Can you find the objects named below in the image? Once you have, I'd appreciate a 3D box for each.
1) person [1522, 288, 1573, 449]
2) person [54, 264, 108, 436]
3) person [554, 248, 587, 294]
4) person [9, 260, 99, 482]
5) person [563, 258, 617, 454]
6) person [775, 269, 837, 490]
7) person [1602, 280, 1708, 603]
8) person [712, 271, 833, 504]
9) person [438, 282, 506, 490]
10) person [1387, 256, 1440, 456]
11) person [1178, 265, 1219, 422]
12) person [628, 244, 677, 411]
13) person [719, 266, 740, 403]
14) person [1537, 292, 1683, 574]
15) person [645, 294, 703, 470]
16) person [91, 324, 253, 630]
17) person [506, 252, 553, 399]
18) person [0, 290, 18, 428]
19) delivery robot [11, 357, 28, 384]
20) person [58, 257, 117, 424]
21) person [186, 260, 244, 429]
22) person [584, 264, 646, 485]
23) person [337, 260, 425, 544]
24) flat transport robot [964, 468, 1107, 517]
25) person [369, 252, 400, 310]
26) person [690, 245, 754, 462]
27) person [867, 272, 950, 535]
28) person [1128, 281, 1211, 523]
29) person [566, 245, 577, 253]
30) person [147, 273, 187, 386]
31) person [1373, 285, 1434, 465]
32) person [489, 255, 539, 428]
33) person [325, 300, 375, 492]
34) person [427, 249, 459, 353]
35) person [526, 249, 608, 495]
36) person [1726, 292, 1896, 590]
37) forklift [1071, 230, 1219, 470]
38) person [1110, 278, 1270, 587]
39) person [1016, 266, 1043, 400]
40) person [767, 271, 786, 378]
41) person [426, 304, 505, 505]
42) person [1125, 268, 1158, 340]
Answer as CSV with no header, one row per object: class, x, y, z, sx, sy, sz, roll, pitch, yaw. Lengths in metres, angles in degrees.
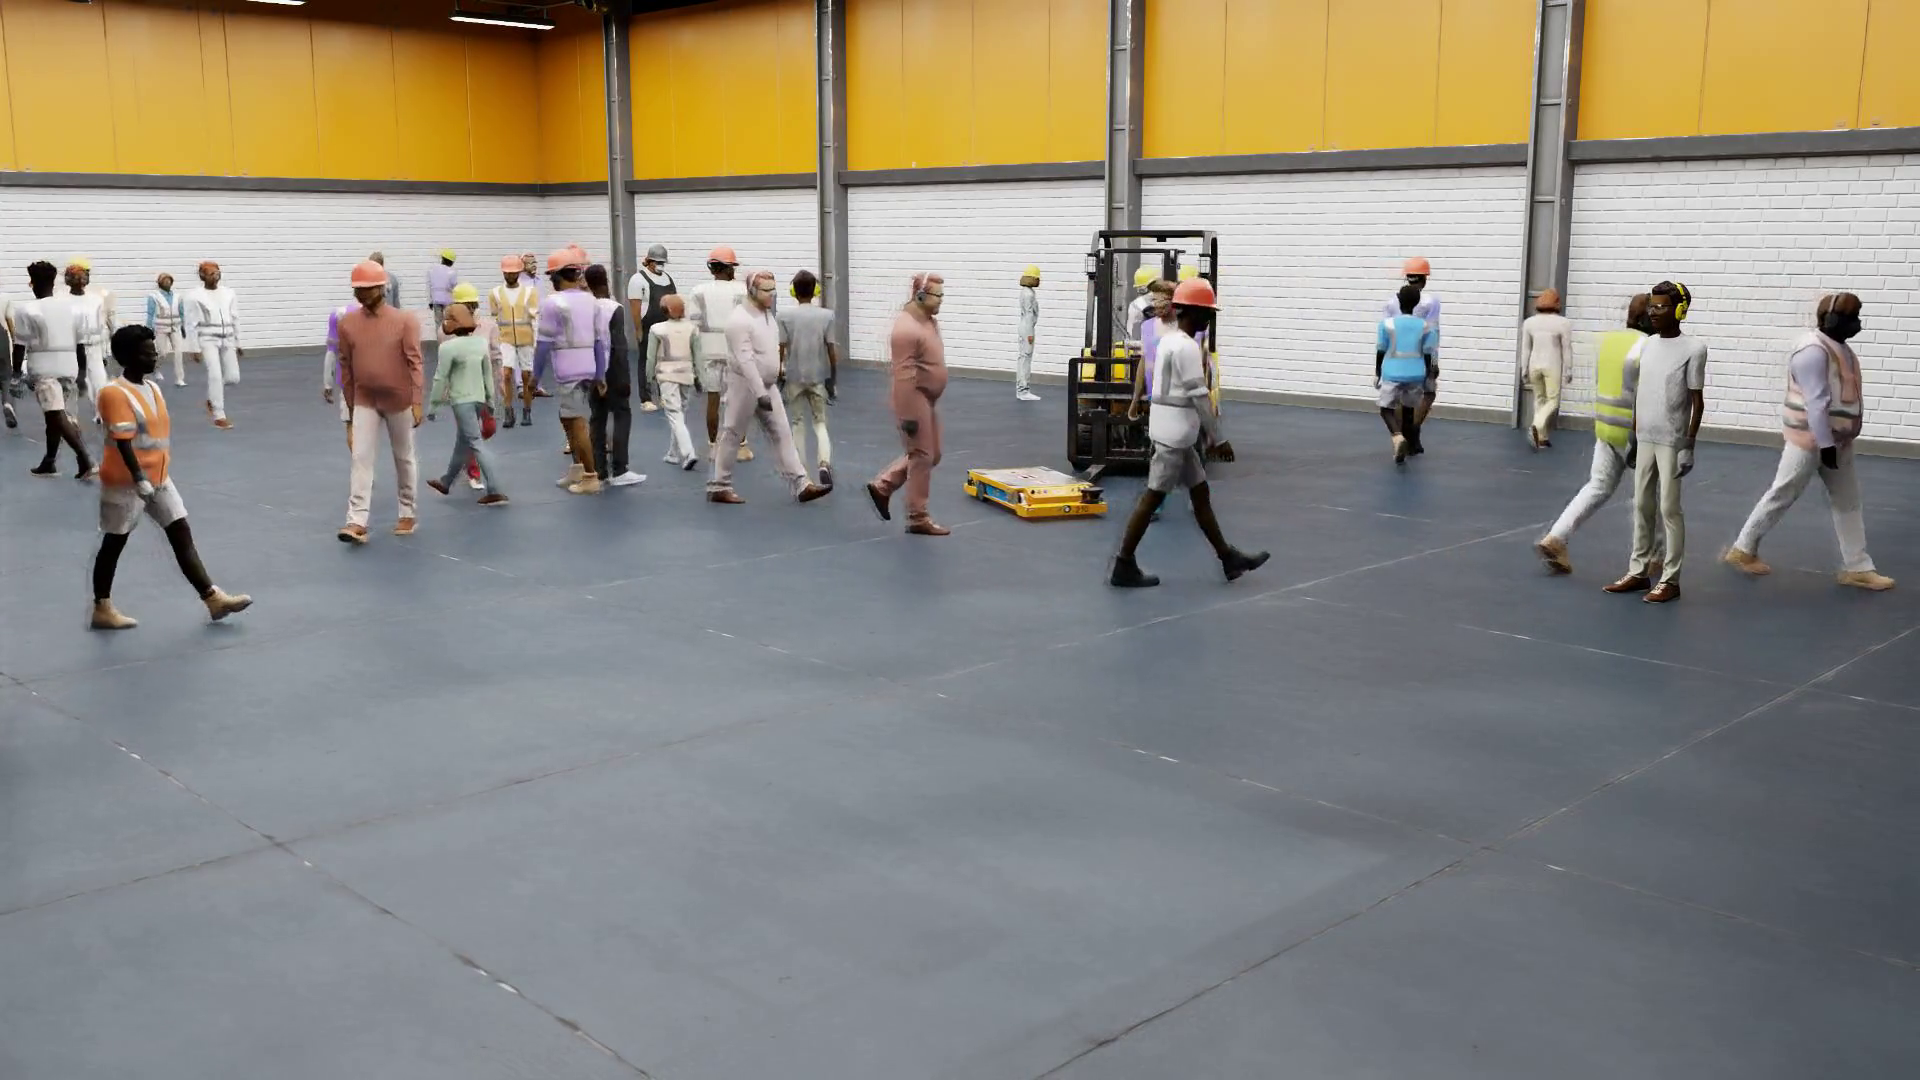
person,5.798,-1.693,16.519,0.677,1.612,0.507,-10,14,-43
person,-9.251,-1.979,17.518,1.008,1.832,0.594,8,13,37
person,-5.713,-3.355,24.712,0.647,1.927,1.044,-5,12,-27
person,-7.871,-1.458,14.460,0.984,1.918,0.623,5,11,23
person,-3.667,-1.793,16.291,0.643,1.908,0.411,-2,11,-11
person,-1.287,-1.298,13.744,0.514,1.858,0.439,-3,11,-17
person,4.082,-0.569,9.712,0.329,1.872,0.511,-4,11,-22
person,-1.554,-1.177,13.086,1.026,1.848,0.644,5,12,25
person,-4.172,-1.325,14.164,0.531,1.745,0.644,-8,13,-37
person,4.378,-1.760,16.046,0.566,1.926,0.400,9,14,40
person,2.593,-2.227,18.977,0.585,1.776,0.974,-8,13,-37
person,-3.674,-2.603,20.337,0.536,2.000,0.676,8,13,38
person,-2.940,-2.629,21.052,0.442,1.828,0.633,2,11,9
person,4.118,-0.649,10.400,0.923,1.804,0.639,-2,11,-13
person,-2.594,-1.450,15.258,0.523,1.605,0.829,-8,13,-37
person,-4.349,-0.321,8.967,0.866,1.646,0.542,1,10,5
person,-5.619,-2.801,21.786,0.409,1.908,0.639,5,12,26
person,-10.469,-2.065,17.979,0.529,1.827,0.559,-7,13,-34
delivery robot,-12.918,-2.312,22.552,0.477,0.478,0.707,0,10,3
person,-9.767,-2.232,18.712,0.694,1.890,0.609,8,13,38
person,-8.279,-2.170,18.452,0.550,1.866,0.594,7,13,34
person,-3.089,-1.416,14.306,0.642,1.887,0.376,7,12,33
person,-4.036,-0.949,11.548,0.630,1.946,0.973,0,10,-1
flat transport robot,0.571,-0.395,13.130,0.652,0.197,1.431,-4,11,-19
person,-8.438,-3.228,24.171,1.019,1.885,0.647,4,11,22
person,-2.225,-1.745,15.663,0.609,2.040,0.395,0,10,3
person,-0.370,-0.957,11.830,0.596,1.876,0.691,2,11,13
person,1.614,-1.052,12.522,0.886,1.802,0.555,-7,12,-33
person,-7.144,-4.455,30.697,0.646,1.936,1.009,-9,14,-41
person,-11.282,-2.985,23.572,0.597,1.610,0.558,8,13,36
person,4.096,-1.501,15.306,0.540,1.680,0.605,0,10,-1
person,-4.927,-2.190,18.453,0.562,1.911,0.757,-1,10,-8
person,-4.897,-1.297,13.642,0.592,1.895,0.869,-3,11,-16
person,-9.261,-4.258,29.810,0.636,1.883,0.413,1,10,7
person,-3.253,-1.368,13.683,0.703,2.008,0.597,5,12,25
person,5.262,-0.622,10.231,0.617,1.802,0.972,-8,13,-37
forklift,1.804,-1.825,15.677,1.214,2.155,2.313,2,11,13
person,1.388,-0.636,10.063,1.023,1.868,0.544,0,10,-1
person,0.910,-2.698,21.687,0.320,1.737,0.487,-1,10,-5
person,-2.800,-3.173,24.637,0.779,1.602,0.515,8,13,38
person,-3.980,-1.077,13.233,0.878,1.583,0.511,4,11,22
person,2.067,-1.983,17.658,0.614,1.782,0.589,-5,11,-24
